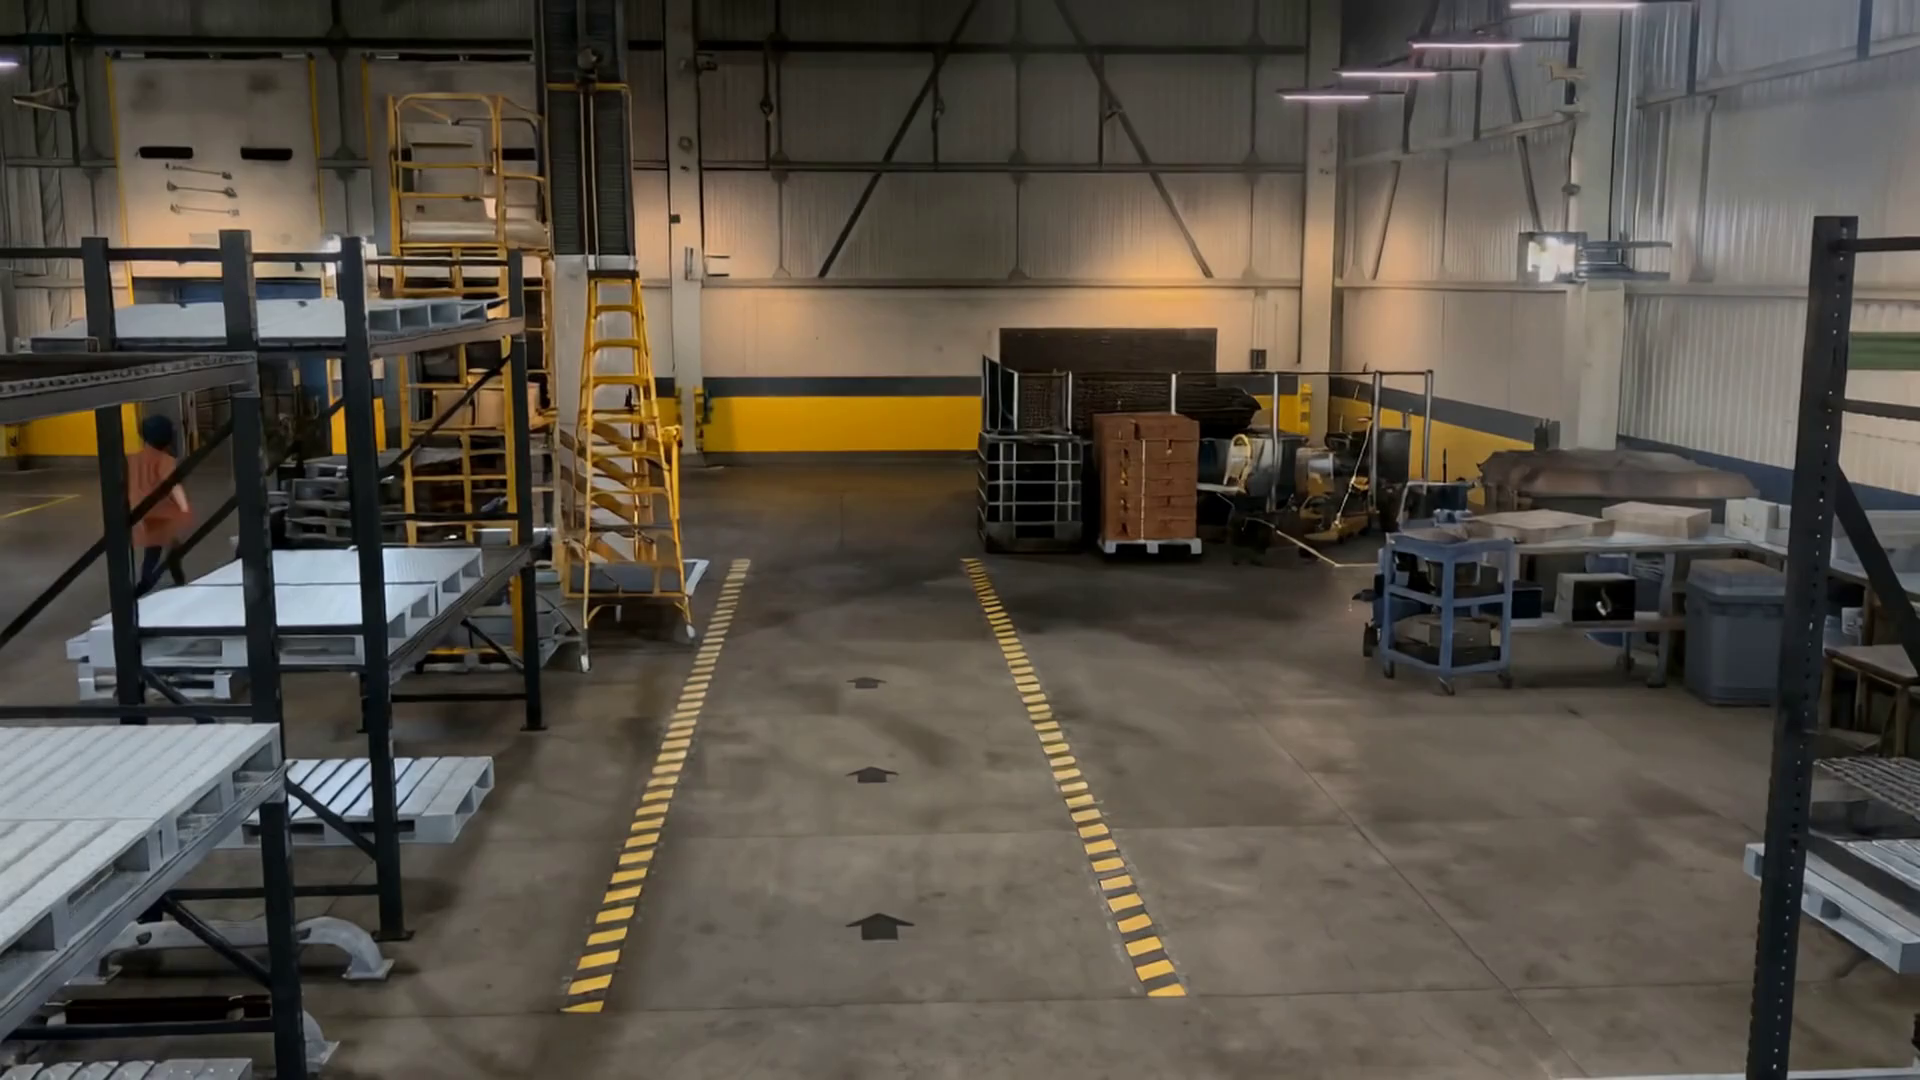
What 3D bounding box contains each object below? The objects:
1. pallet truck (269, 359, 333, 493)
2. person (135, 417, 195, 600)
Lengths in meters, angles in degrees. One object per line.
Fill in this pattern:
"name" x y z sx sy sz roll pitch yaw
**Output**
"pallet truck" -7.062 -1.131 18.996 1.885 1.965 0.823 2 9 13
"person" -6.819 -0.229 14.376 0.777 1.669 0.552 -9 13 -44
